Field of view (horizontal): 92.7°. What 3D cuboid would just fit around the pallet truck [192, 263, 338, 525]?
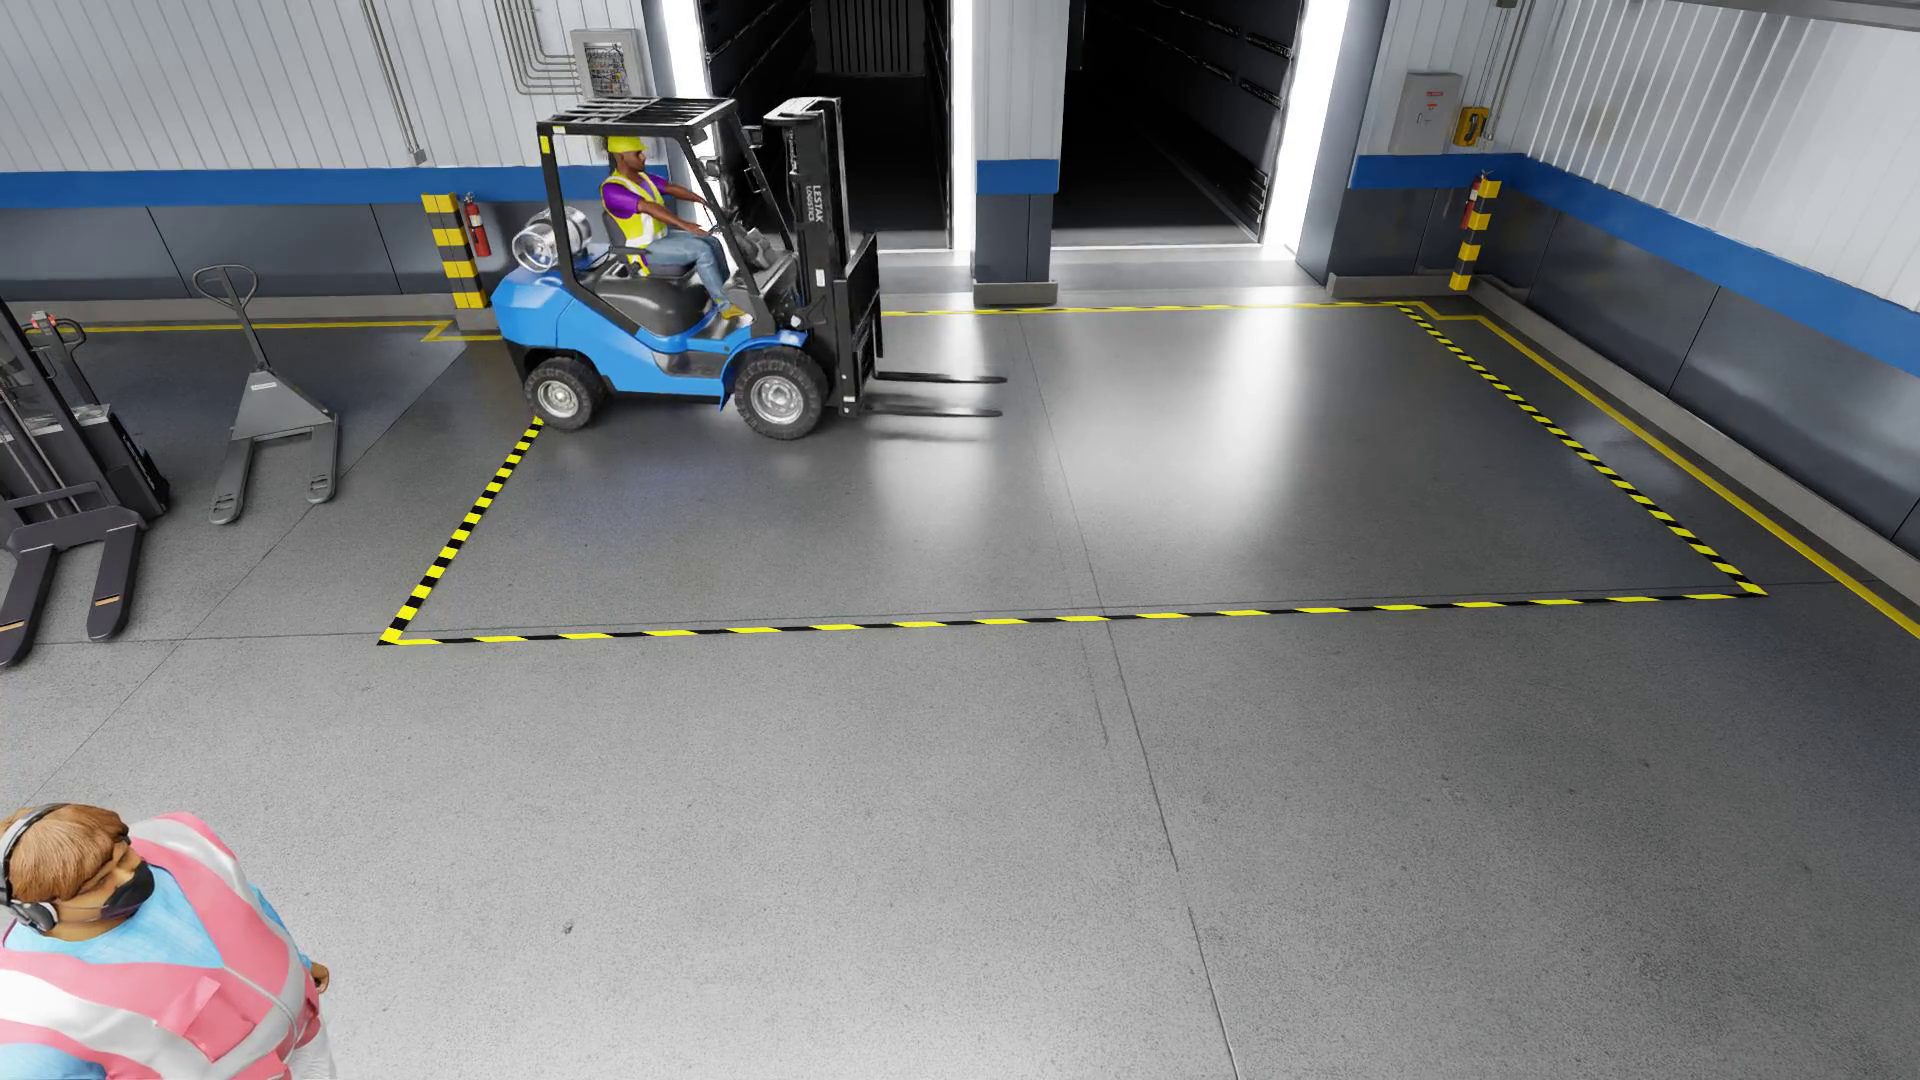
[{"bbox_3d":[-4.778,-1.027,6.128,0.680,1.201,1.601,-17,38,-23],"label":"pallet truck"}]

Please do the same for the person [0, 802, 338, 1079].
[{"bbox_3d":[-1.794,1.288,2.274,0.430,1.842,0.626,-1,35,-1],"label":"person"}]

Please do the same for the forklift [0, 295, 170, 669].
[{"bbox_3d":[-5.212,-0.618,4.878,0.823,1.965,1.885,-20,39,-26],"label":"forklift"}]

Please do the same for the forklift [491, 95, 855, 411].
[{"bbox_3d":[-2.032,-2.095,6.689,2.680,2.036,1.157,4,35,5],"label":"forklift"}]

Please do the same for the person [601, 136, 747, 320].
[{"bbox_3d":[-1.973,-2.241,6.571,1.004,1.294,0.635,4,35,5],"label":"person"}]
